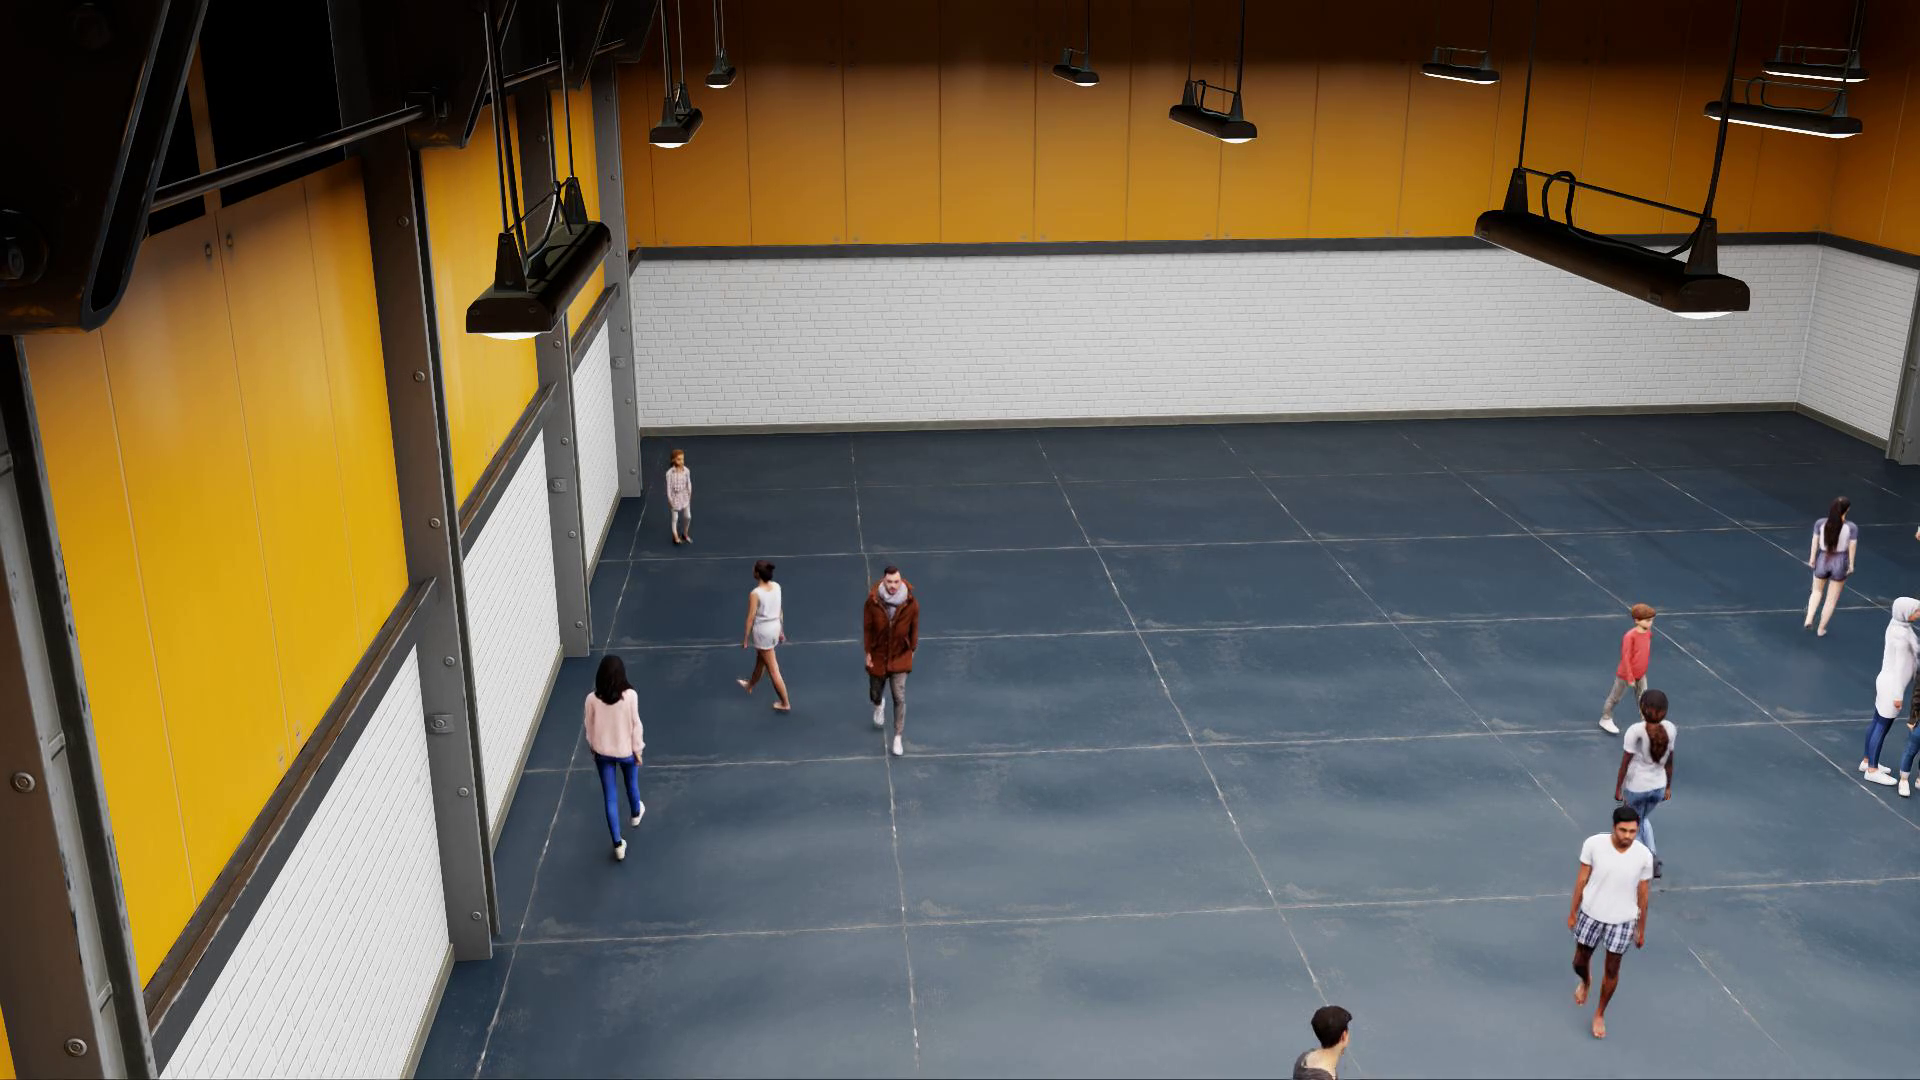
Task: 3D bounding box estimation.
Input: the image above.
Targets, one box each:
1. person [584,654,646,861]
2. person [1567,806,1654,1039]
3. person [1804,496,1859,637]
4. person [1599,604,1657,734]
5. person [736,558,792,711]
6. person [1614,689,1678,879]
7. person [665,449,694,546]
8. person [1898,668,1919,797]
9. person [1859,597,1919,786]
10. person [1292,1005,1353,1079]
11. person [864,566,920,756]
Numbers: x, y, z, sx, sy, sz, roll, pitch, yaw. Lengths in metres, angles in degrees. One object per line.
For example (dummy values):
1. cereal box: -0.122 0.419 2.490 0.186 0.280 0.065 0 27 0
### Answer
1. person: -2.895 1.845 13.909 0.692 1.737 1.013 -1 19 -2
2. person: 4.548 2.606 11.675 0.812 1.721 0.856 7 20 20
3. person: 9.723 0.322 18.588 0.725 1.638 0.789 16 24 39
4. person: 6.466 1.276 16.163 0.713 1.376 0.999 -8 20 -22
5. person: -1.896 0.987 16.736 1.064 1.560 1.026 13 23 34
6. person: 5.560 2.036 13.376 0.659 1.716 0.719 -4 19 -13
7. person: -3.727 -0.578 21.795 0.623 1.297 0.648 -11 21 -29
8. person: 8.768 1.596 15.047 0.550 1.483 0.499 -1 19 -4
9. person: 8.550 1.362 15.283 0.747 1.775 0.620 7 20 21
10. person: 1.924 3.435 9.268 0.918 1.686 0.598 6 20 17
11. person: -0.695 1.101 15.997 0.712 1.815 1.094 -1 19 -3
